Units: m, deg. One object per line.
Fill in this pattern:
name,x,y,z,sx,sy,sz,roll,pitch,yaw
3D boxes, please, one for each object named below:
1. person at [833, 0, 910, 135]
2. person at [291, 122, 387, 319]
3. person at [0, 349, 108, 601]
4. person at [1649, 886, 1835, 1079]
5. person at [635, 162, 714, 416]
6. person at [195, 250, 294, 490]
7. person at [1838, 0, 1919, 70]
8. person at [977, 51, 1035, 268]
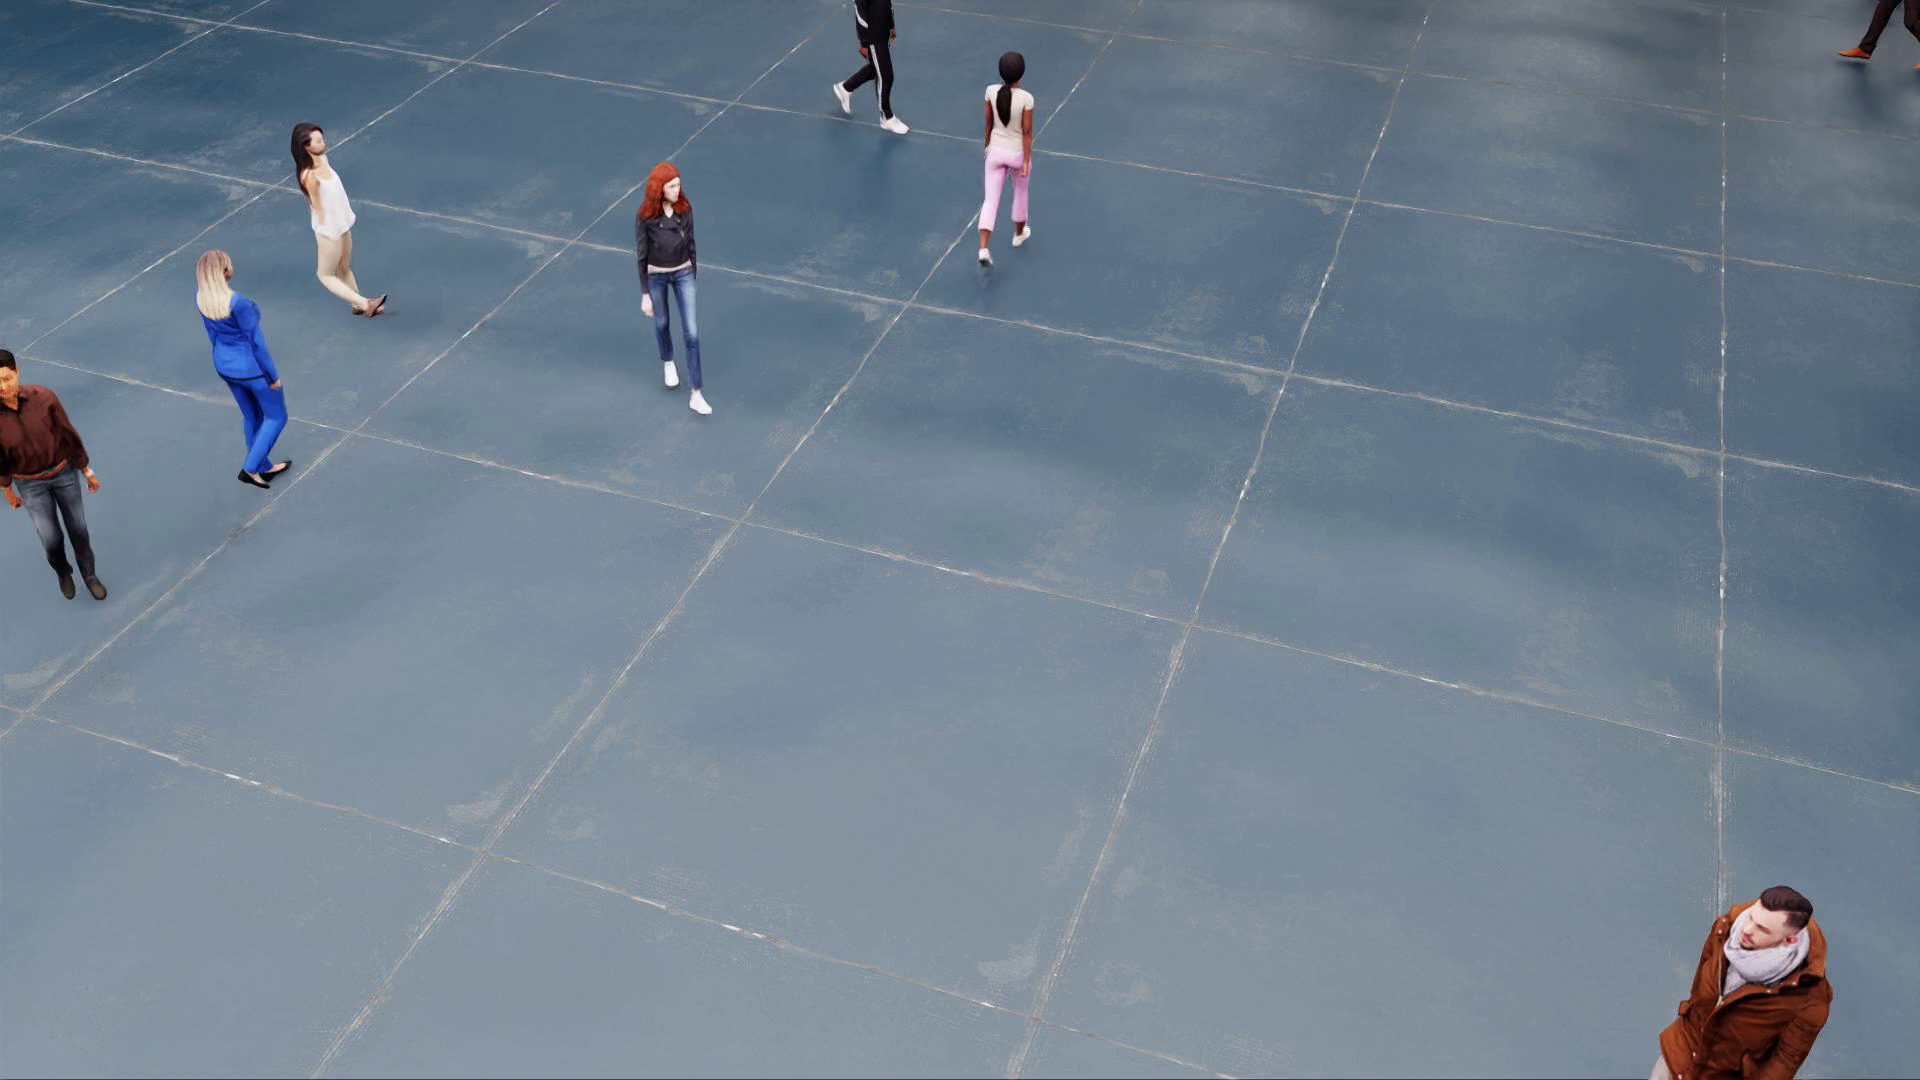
person,-0.842,-4.637,15.118,0.711,1.809,0.965,13,40,16
person,-4.524,-2.309,12.266,0.811,1.655,0.773,-16,41,-19
person,-5.374,-0.402,9.741,0.735,1.764,0.829,-27,45,-30
person,3.101,2.023,6.607,1.213,1.806,1.121,-19,42,-23
person,-2.041,-1.812,11.556,1.035,1.748,1.137,-11,39,-14
person,-4.605,-1.022,10.592,0.688,1.692,0.777,15,40,18
person,9.400,-5.482,16.215,0.880,1.787,1.151,6,38,8
person,0.334,-2.955,13.046,0.579,1.713,1.102,12,40,15
